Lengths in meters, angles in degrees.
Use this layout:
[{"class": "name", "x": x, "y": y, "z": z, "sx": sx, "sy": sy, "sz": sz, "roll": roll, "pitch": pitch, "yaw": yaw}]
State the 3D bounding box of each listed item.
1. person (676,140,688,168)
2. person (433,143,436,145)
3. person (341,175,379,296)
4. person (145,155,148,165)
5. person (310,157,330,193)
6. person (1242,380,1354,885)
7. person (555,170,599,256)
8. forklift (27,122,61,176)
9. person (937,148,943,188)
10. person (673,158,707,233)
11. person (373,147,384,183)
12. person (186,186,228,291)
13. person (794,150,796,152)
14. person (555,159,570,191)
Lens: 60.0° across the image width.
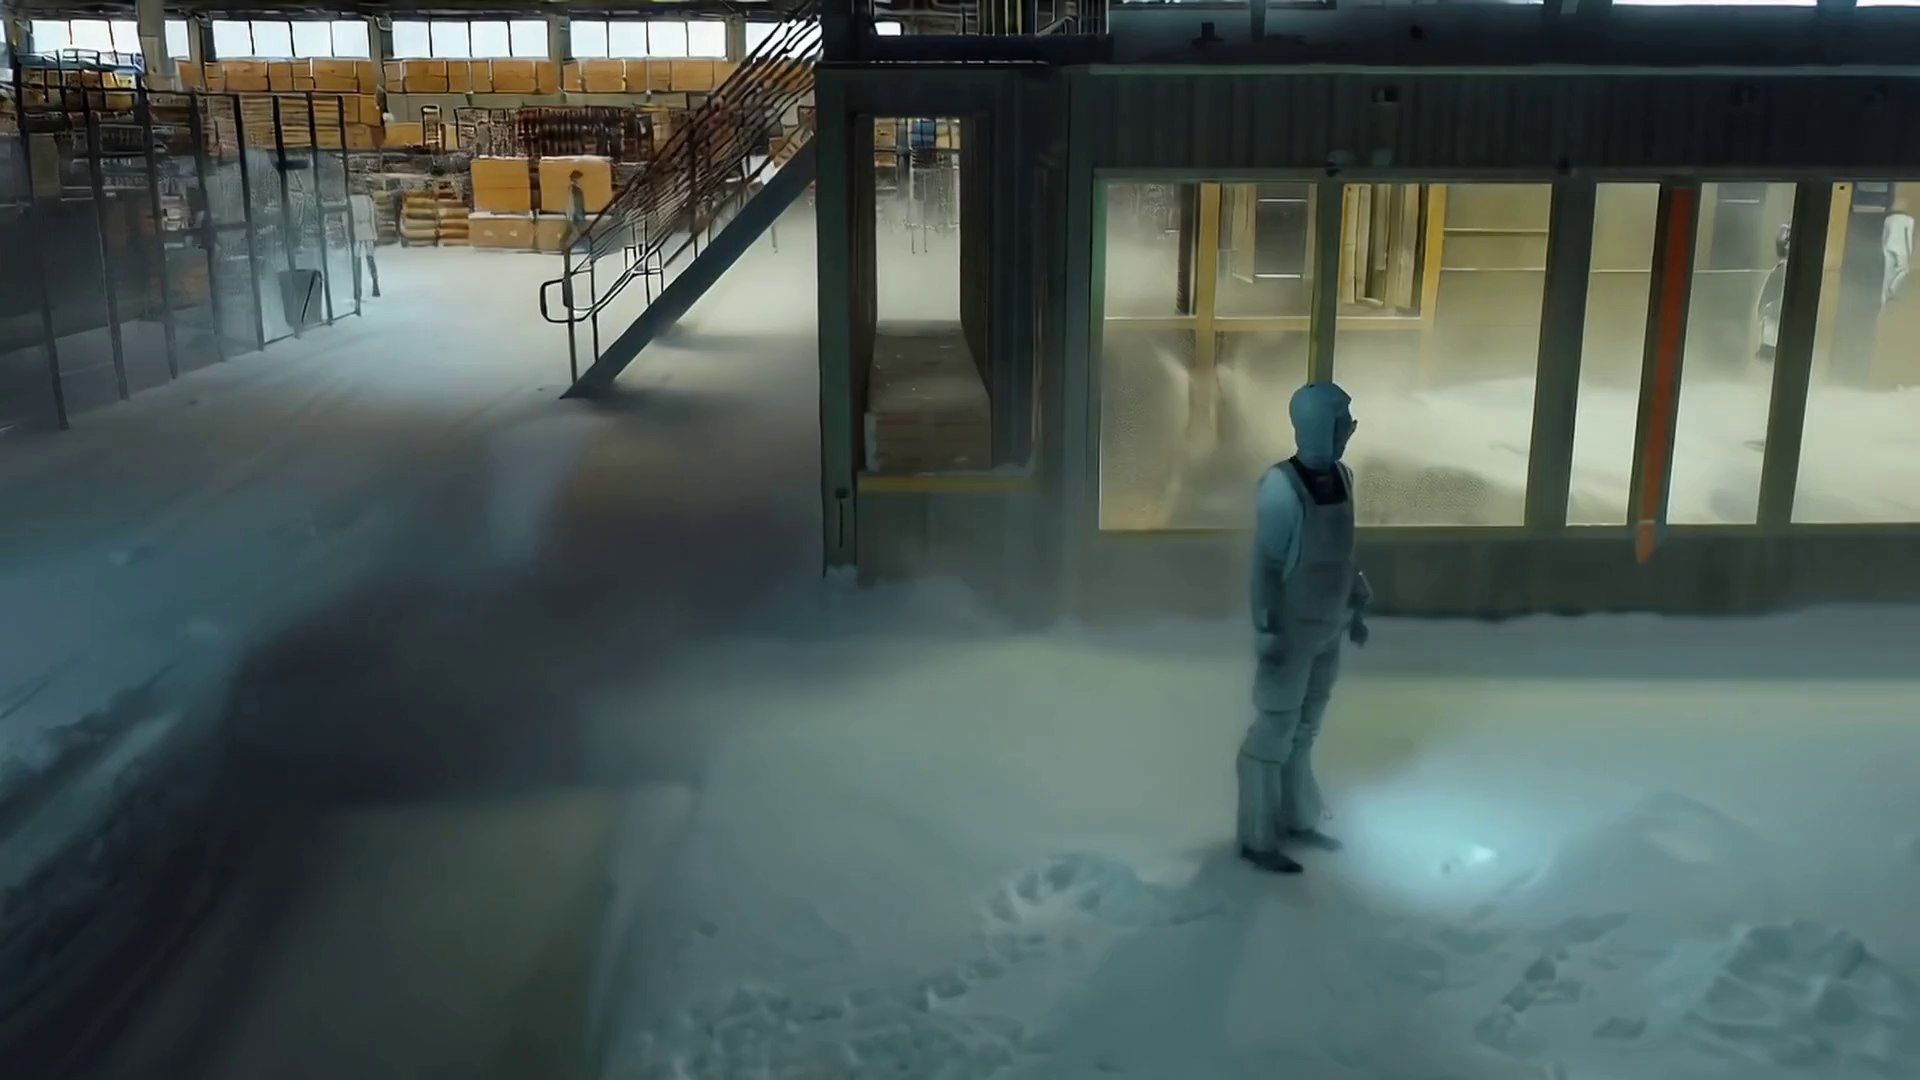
[{"class": "person", "x": -13.483, "y": -18.395, "z": 80.658, "sx": 0.621, "sy": 1.999, "sz": 1.025, "roll": -1, "pitch": 14, "yaw": -3}, {"class": "person", "x": -29.360, "y": -21.334, "z": 92.967, "sx": 0.851, "sy": 1.704, "sz": 0.555, "roll": -4, "pitch": 15, "yaw": -17}, {"class": "person", "x": -9.712, "y": -4.921, "z": 26.930, "sx": 0.542, "sy": 1.930, "sz": 0.374, "roll": -8, "pitch": 16, "yaw": -29}, {"class": "person", "x": -40.561, "y": -18.957, "z": 83.117, "sx": 0.399, "sy": 1.903, "sz": 0.756, "roll": -6, "pitch": 15, "yaw": -24}, {"class": "person", "x": -16.264, "y": -8.781, "z": 42.259, "sx": 0.646, "sy": 1.972, "sz": 0.459, "roll": 7, "pitch": 16, "yaw": 27}, {"class": "person", "x": 1.266, "y": 0.328, "z": 6.121, "sx": 0.506, "sy": 1.846, "sz": 0.351, "roll": -13, "pitch": 19, "yaw": -42}, {"class": "person", "x": -8.114, "y": -6.857, "z": 34.964, "sx": 0.922, "sy": 1.794, "sz": 0.610, "roll": 1, "pitch": 14, "yaw": 5}, {"class": "forklift", "x": -35.376, "y": -14.773, "z": 64.377, "sx": 1.129, "sy": 2.768, "sz": 1.873, "roll": -1, "pitch": 14, "yaw": -2}, {"class": "person", "x": -0.901, "y": -16.225, "z": 72.443, "sx": 0.326, "sy": 1.767, "sz": 0.533, "roll": 4, "pitch": 15, "yaw": 15}, {"class": "person", "x": -6.890, "y": -8.745, "z": 42.296, "sx": 0.975, "sy": 1.887, "sz": 0.550, "roll": 0, "pitch": 14, "yaw": 0}, {"class": "person", "x": -23.655, "y": -15.055, "z": 67.654, "sx": 0.413, "sy": 1.821, "sz": 0.591, "roll": -3, "pitch": 14, "yaw": -14}, {"class": "person", "x": -10.603, "y": -4.033, "z": 23.444, "sx": 0.737, "sy": 1.902, "sz": 0.601, "roll": -12, "pitch": 18, "yaw": -39}, {"class": "person", "x": -8.303, "y": -19.367, "z": 84.529, "sx": 0.372, "sy": 1.997, "sz": 0.620, "roll": -6, "pitch": 15, "yaw": -23}, {"class": "person", "x": -14.213, "y": -12.883, "z": 59.478, "sx": 0.493, "sy": 1.574, "sz": 0.921, "roll": -2, "pitch": 14, "yaw": -8}]
